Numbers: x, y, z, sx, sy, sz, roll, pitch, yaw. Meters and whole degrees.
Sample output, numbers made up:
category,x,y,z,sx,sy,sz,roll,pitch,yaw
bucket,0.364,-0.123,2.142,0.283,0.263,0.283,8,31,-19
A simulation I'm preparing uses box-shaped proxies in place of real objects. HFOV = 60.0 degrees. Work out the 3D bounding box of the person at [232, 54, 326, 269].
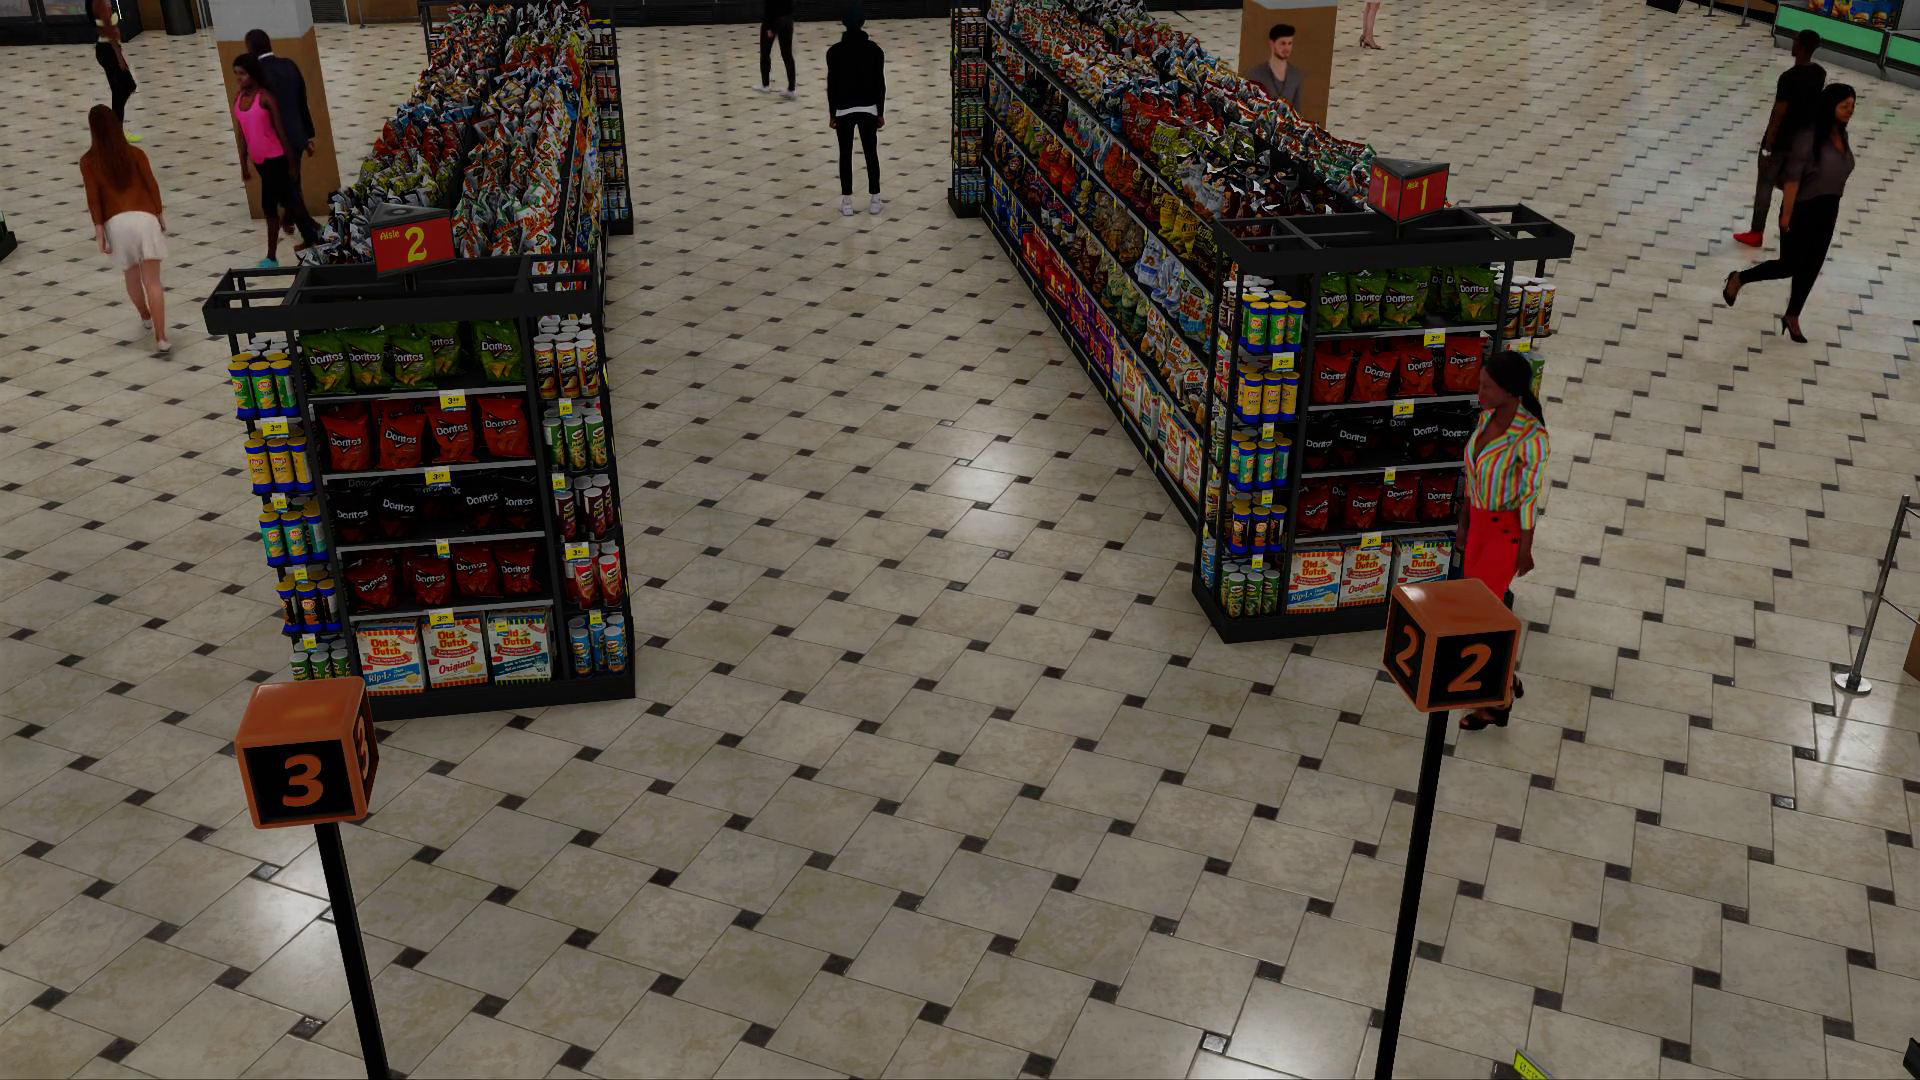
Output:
category,x,y,z,sx,sy,sz,roll,pitch,yaw
person,-5.491,-3.053,13.400,0.991,1.687,1.179,10,29,19

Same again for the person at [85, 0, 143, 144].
category,x,y,z,sx,sy,sz,roll,pitch,yaw
person,-8.799,-4.927,17.034,0.761,1.741,0.677,-17,31,-30

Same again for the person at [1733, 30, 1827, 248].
category,x,y,z,sx,sy,sz,roll,pitch,yaw
person,6.859,-3.251,13.672,0.772,1.793,0.993,-10,29,-20

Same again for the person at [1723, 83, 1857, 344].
category,x,y,z,sx,sy,sz,roll,pitch,yaw
person,5.928,-2.321,11.807,0.803,1.822,0.992,-13,30,-23

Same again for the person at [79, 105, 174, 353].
category,x,y,z,sx,sy,sz,roll,pitch,yaw
person,-5.742,-2.115,11.567,0.778,1.672,1.193,-11,29,-20

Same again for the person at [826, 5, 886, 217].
category,x,y,z,sx,sy,sz,roll,pitch,yaw
person,-0.922,-3.805,14.738,0.660,1.817,0.540,-4,27,-9

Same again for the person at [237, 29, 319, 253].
category,x,y,z,sx,sy,sz,roll,pitch,yaw
person,-5.503,-3.231,13.637,1.171,1.789,1.119,17,32,30

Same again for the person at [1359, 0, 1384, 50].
category,x,y,z,sx,sy,sz,roll,pitch,yaw
person,5.471,-7.370,21.858,0.682,1.737,0.520,-1,27,-2

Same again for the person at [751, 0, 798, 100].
category,x,y,z,sx,sy,sz,roll,pitch,yaw
person,-2.000,-5.865,18.972,1.001,1.662,0.910,22,34,36

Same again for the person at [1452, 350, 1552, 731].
category,x,y,z,sx,sy,sz,roll,pitch,yaw
person,2.403,0.031,7.231,0.713,1.767,0.667,-10,29,-19

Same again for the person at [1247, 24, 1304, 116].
category,x,y,z,sx,sy,sz,roll,pitch,yaw
person,2.450,-3.210,13.507,0.681,1.870,1.168,-5,27,-10
